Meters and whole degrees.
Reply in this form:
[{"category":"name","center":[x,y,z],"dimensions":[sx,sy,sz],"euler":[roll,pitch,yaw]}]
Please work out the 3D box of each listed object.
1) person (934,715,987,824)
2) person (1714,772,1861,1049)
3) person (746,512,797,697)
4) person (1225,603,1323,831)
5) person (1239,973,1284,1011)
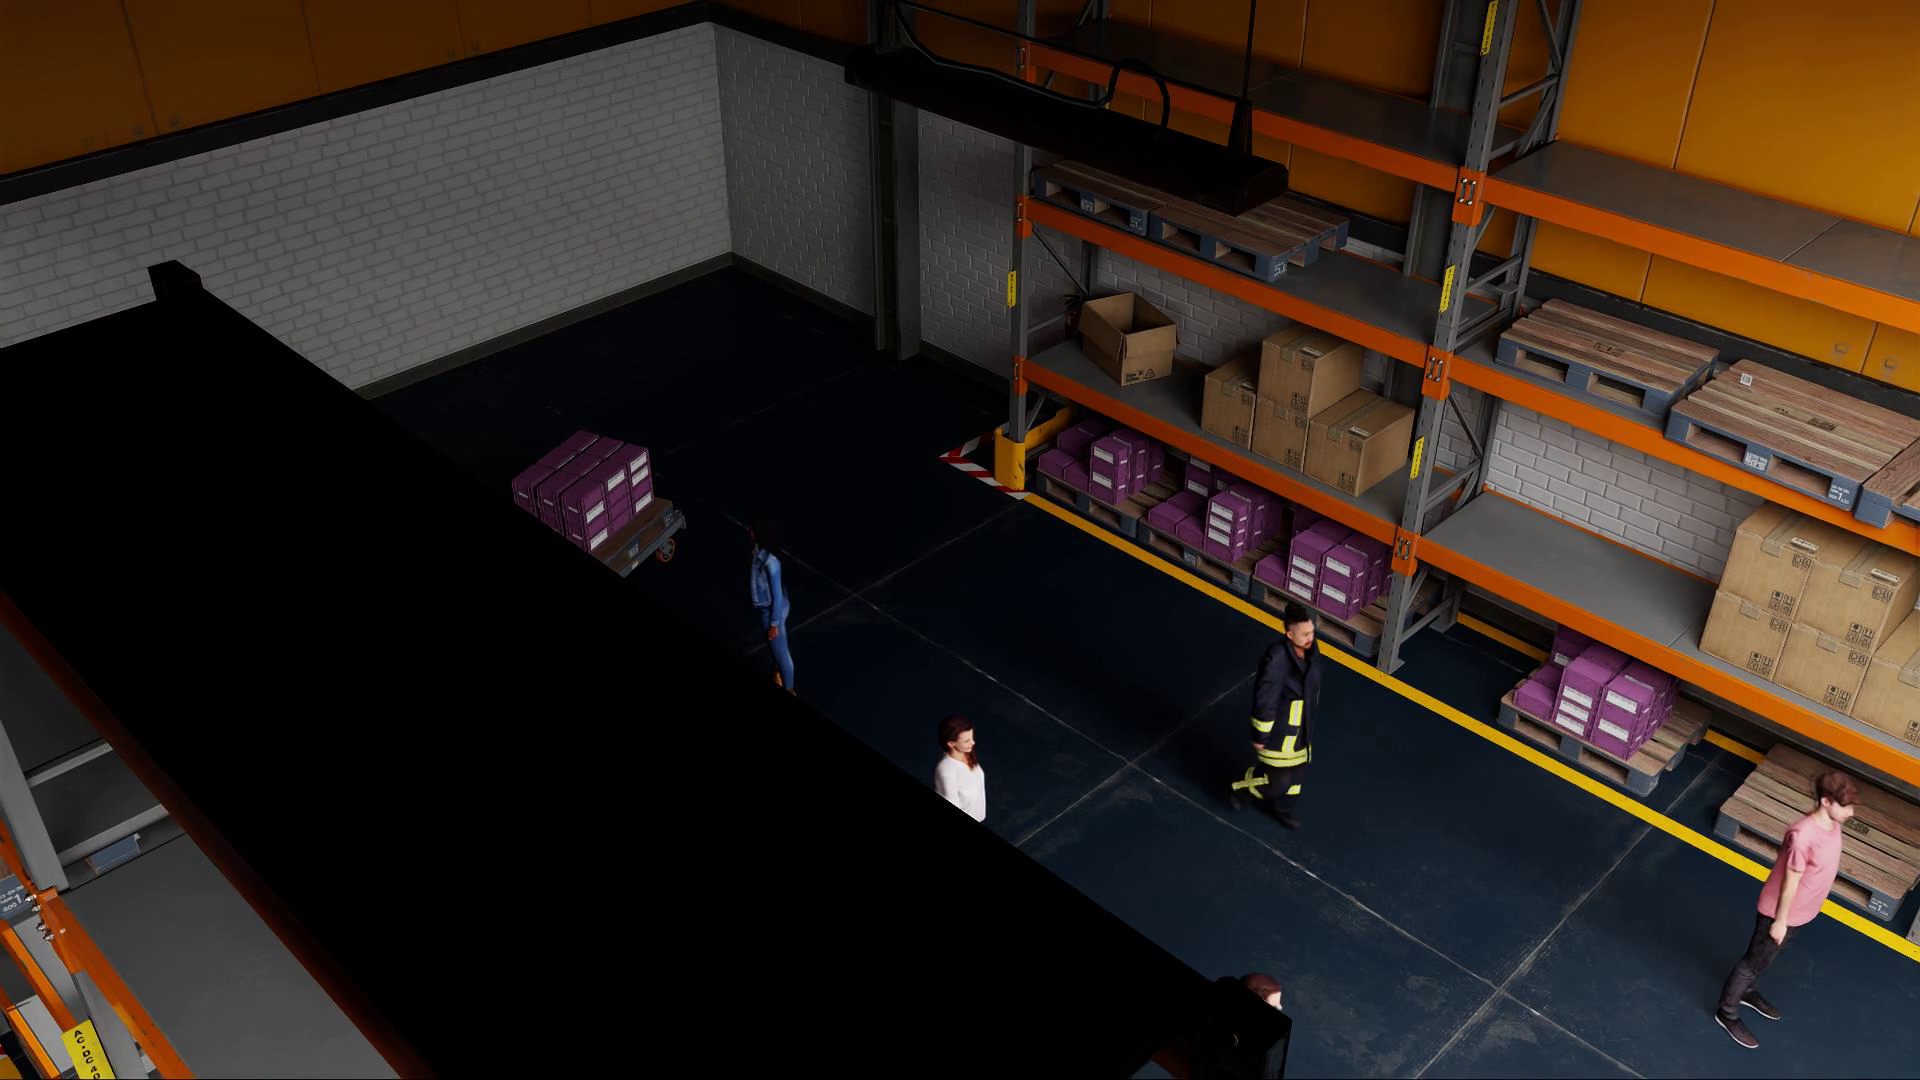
[{"category":"person","center":[-0.033,1.796,10.276],"dimensions":[0.695,1.794,0.689],"euler":[7,34,11]},{"category":"person","center":[4.812,2.100,9.669],"dimensions":[0.632,1.959,0.533],"euler":[-27,42,-35]},{"category":"person","center":[-1.381,0.511,12.282],"dimensions":[0.738,1.712,0.622],"euler":[-9,35,-13]},{"category":"person","center":[2.126,1.159,11.188],"dimensions":[0.816,1.845,0.731],"euler":[29,43,36]},{"category":"person","center":[1.376,2.898,8.655],"dimensions":[1.022,1.752,0.816],"euler":[14,36,20]}]
